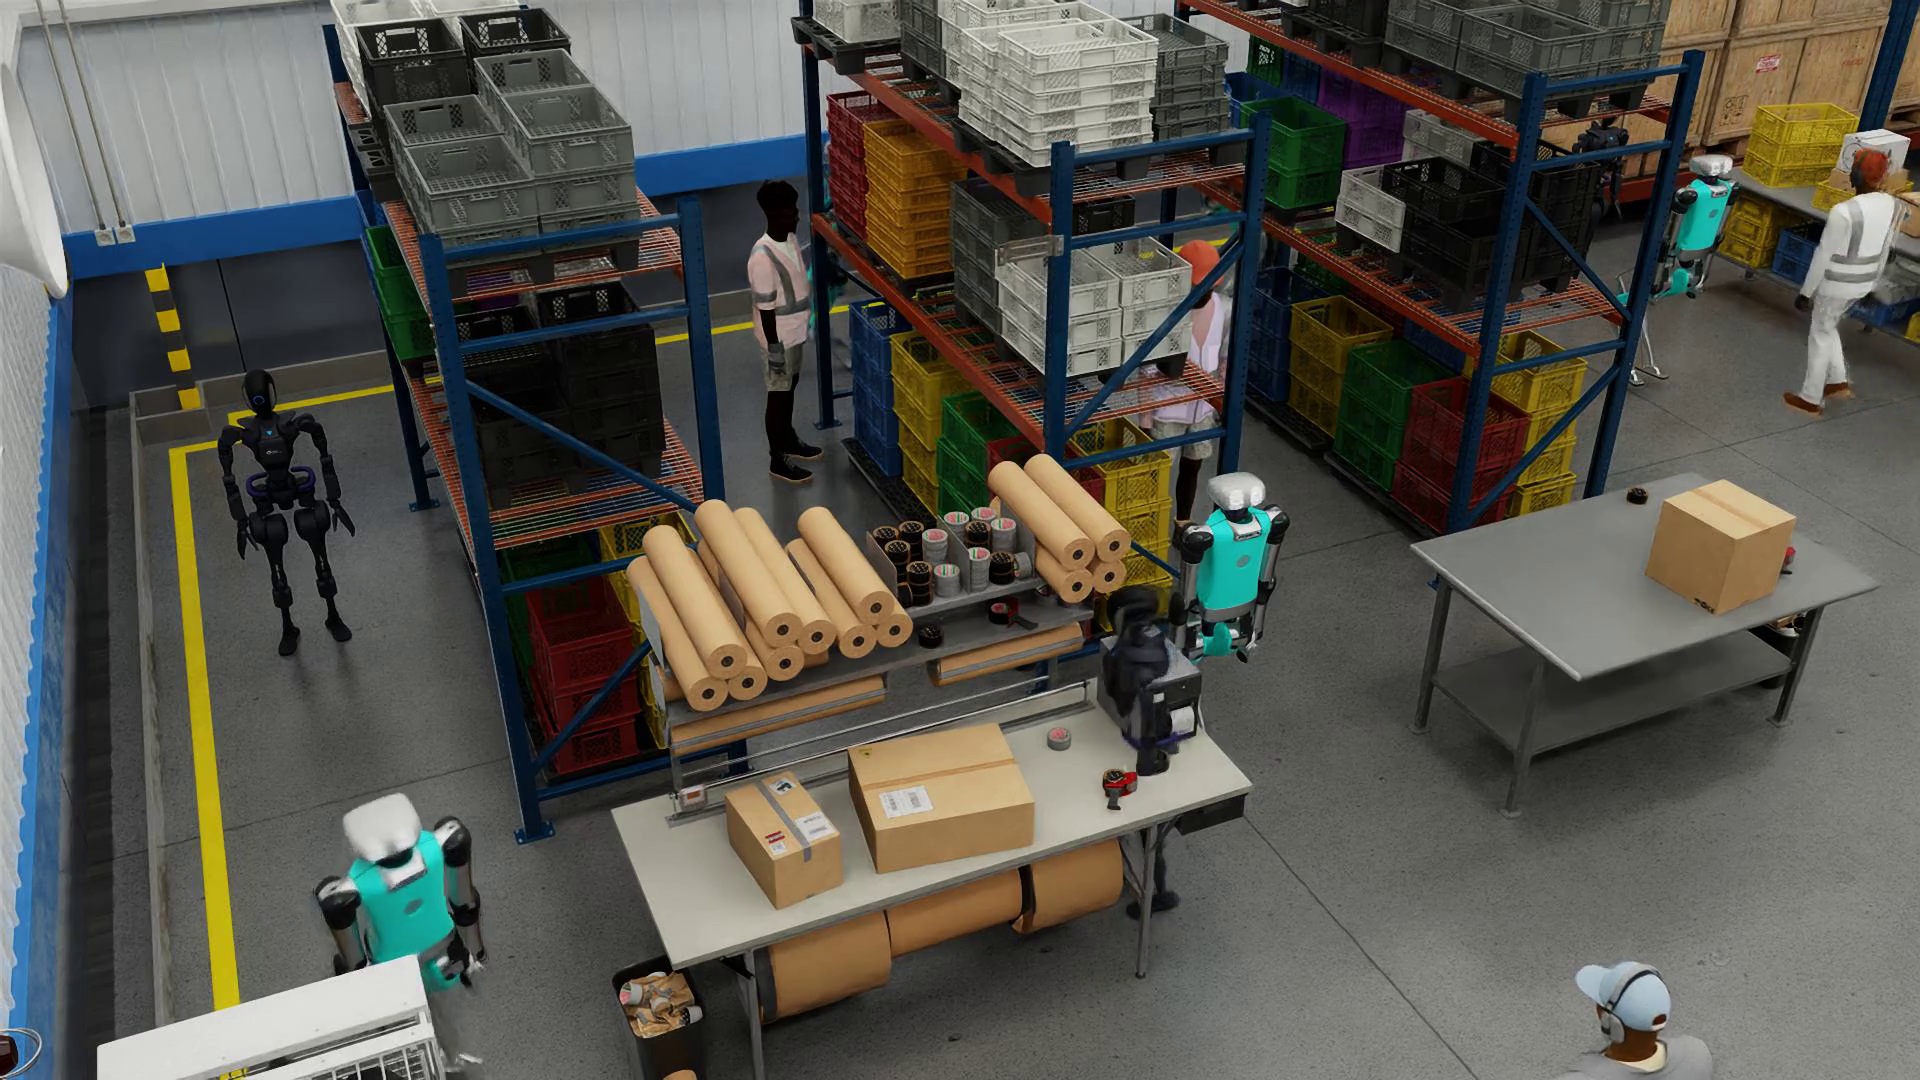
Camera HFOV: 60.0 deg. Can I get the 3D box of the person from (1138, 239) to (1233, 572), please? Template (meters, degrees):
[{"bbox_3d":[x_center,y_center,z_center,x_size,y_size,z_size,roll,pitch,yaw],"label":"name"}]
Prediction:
[{"bbox_3d":[1.293,-0.751,9.499,0.607,2.044,0.391,-12,34,-18],"label":"person"}]

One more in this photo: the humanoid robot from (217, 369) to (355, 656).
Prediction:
[{"bbox_3d":[-3.571,-0.155,8.865,0.599,1.657,0.315,-13,34,-20],"label":"humanoid robot"}]

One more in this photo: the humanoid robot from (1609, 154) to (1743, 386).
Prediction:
[{"bbox_3d":[4.870,-1.922,11.567,0.531,1.671,0.748,-13,34,-20],"label":"humanoid robot"}]

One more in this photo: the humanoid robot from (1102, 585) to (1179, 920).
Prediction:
[{"bbox_3d":[0.752,0.929,7.117,0.474,1.647,0.605,-4,32,-6],"label":"humanoid robot"}]

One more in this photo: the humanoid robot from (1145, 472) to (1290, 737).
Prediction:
[{"bbox_3d":[1.118,0.339,7.892,0.533,1.676,0.735,-13,34,-20],"label":"humanoid robot"}]

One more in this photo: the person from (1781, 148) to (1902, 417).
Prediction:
[{"bbox_3d":[5.934,-1.723,11.250,0.572,1.871,0.422,-14,34,-22],"label":"person"}]

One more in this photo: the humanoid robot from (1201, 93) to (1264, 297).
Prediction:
[{"bbox_3d":[2.159,-2.594,12.795,0.899,1.766,0.558,-20,37,-29],"label":"humanoid robot"}]

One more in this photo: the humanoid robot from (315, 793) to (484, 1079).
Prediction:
[{"bbox_3d":[-2.091,1.515,6.117,0.572,1.778,0.877,-26,40,-36],"label":"humanoid robot"}]

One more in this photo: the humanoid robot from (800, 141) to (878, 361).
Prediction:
[{"bbox_3d":[-1.092,-1.936,11.776,1.036,1.780,0.534,-5,32,-9],"label":"humanoid robot"}]

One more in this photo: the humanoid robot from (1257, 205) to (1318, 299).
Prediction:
[{"bbox_3d":[2.536,-2.679,12.987,0.613,1.640,0.432,-15,35,-23],"label":"humanoid robot"}]

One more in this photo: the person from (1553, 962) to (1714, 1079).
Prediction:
[{"bbox_3d":[1.951,2.008,5.202,0.587,1.850,0.388,-12,34,-19],"label":"person"}]

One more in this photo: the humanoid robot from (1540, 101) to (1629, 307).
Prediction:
[{"bbox_3d":[4.872,-2.632,12.892,0.599,1.653,0.315,-13,34,-20],"label":"humanoid robot"}]

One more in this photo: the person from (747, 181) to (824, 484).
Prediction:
[{"bbox_3d":[-1.105,-1.315,10.489,0.368,1.965,0.605,5,32,8],"label":"person"}]
